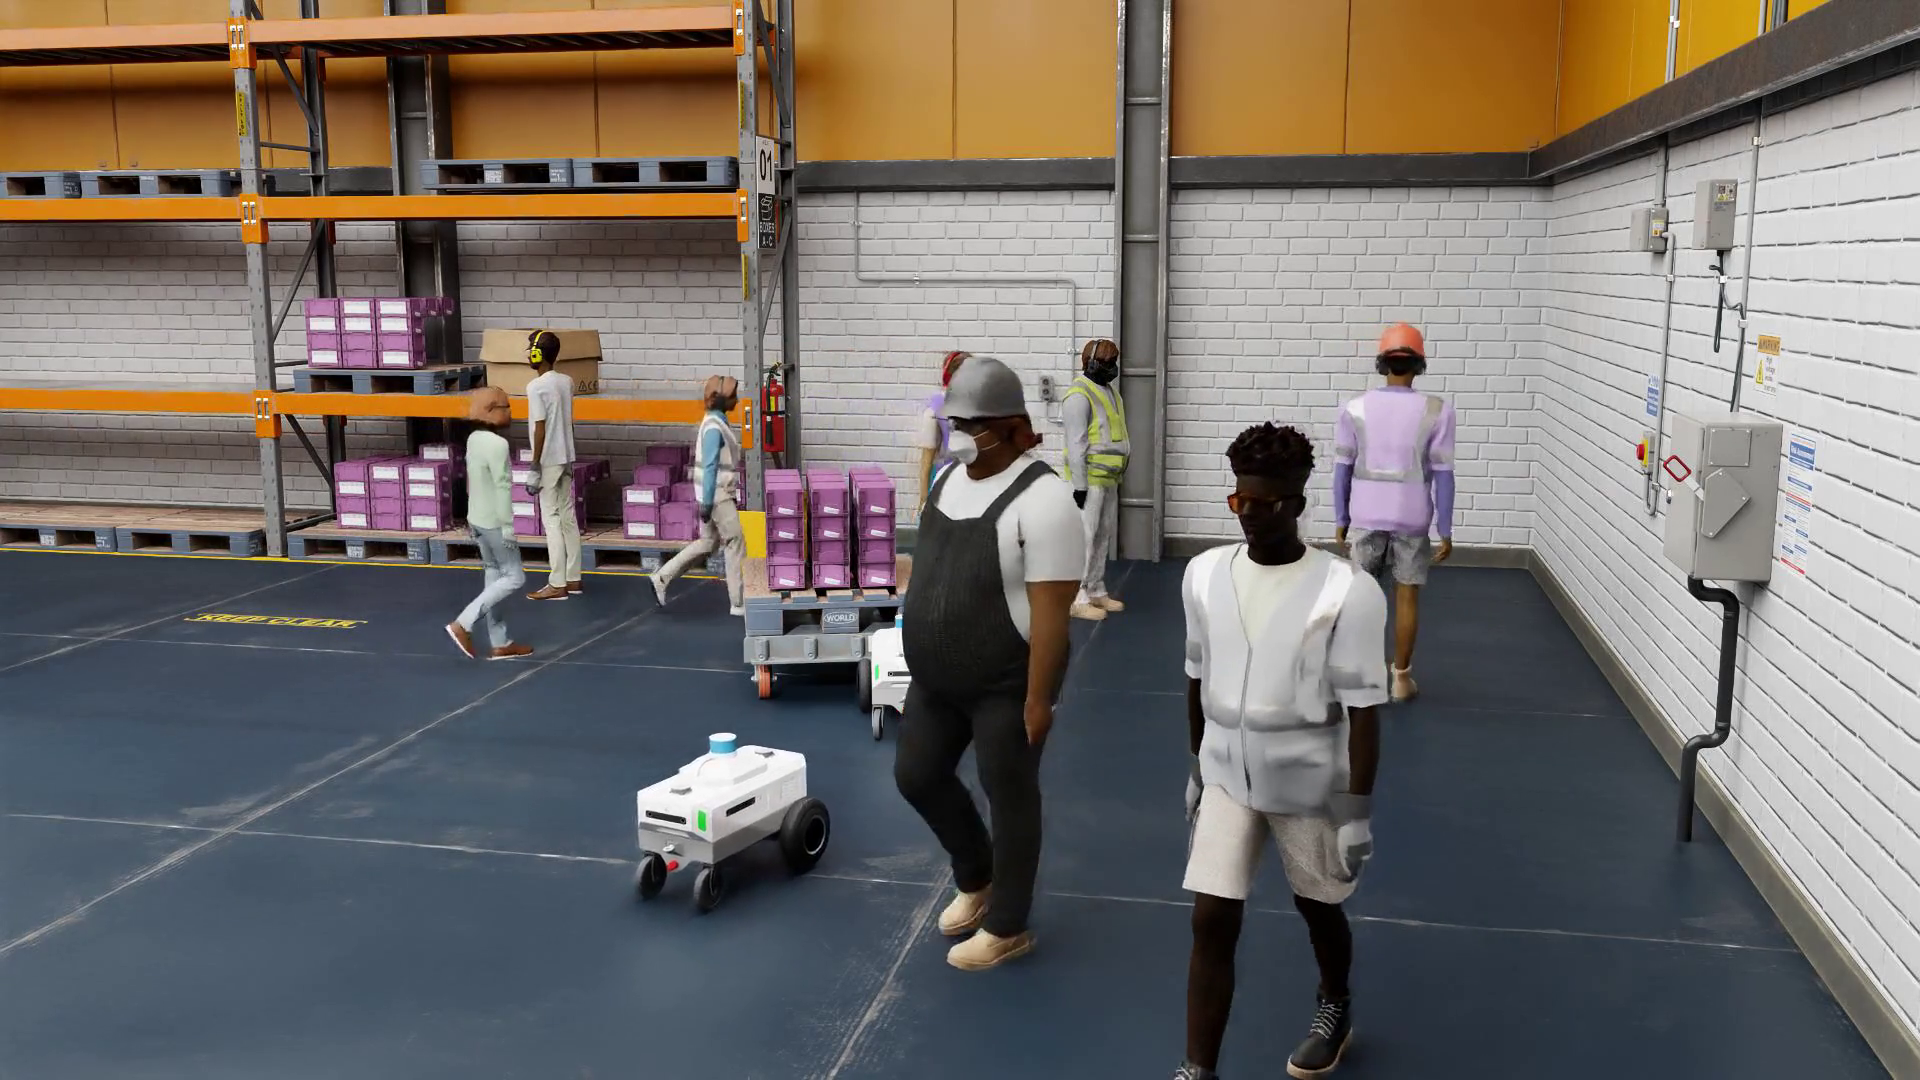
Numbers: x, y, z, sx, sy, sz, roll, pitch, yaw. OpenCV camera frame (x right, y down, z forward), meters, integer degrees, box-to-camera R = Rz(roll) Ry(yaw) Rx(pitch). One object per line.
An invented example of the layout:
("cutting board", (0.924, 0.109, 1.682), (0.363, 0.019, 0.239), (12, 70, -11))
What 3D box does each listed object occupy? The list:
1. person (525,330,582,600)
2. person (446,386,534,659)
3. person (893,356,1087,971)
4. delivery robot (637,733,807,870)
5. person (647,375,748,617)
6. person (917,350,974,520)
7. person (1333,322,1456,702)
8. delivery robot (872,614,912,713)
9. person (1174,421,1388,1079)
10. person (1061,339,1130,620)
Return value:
("person", (-2.843, -0.515, 11.521), (0.334, 1.873, 0.521), (3, 10, 19))
("person", (-2.742, -0.083, 9.646), (0.458, 1.619, 0.520), (-6, 11, -34))
("person", (0.072, 0.407, 5.456), (0.536, 2.000, 0.703), (-8, 12, -39))
("delivery robot", (-0.886, 0.970, 6.247), (0.477, 0.478, 0.707), (5, 11, 28))
("person", (-1.668, -0.278, 10.879), (0.726, 1.611, 0.517), (-2, 10, -11))
("person", (-0.091, -0.333, 10.685), (0.904, 1.793, 0.641), (5, 11, 30))
("person", (2.256, -0.118, 8.682), (0.631, 2.028, 0.600), (5, 10, 26))
("delivery robot", (-0.274, 0.618, 8.368), (0.477, 0.478, 0.707), (0, 9, -3))
("person", (0.851, 0.632, 4.490), (0.619, 1.918, 0.988), (7, 12, 35))
("person", (0.896, -0.399, 10.940), (0.429, 1.838, 0.623), (5, 10, 26))
